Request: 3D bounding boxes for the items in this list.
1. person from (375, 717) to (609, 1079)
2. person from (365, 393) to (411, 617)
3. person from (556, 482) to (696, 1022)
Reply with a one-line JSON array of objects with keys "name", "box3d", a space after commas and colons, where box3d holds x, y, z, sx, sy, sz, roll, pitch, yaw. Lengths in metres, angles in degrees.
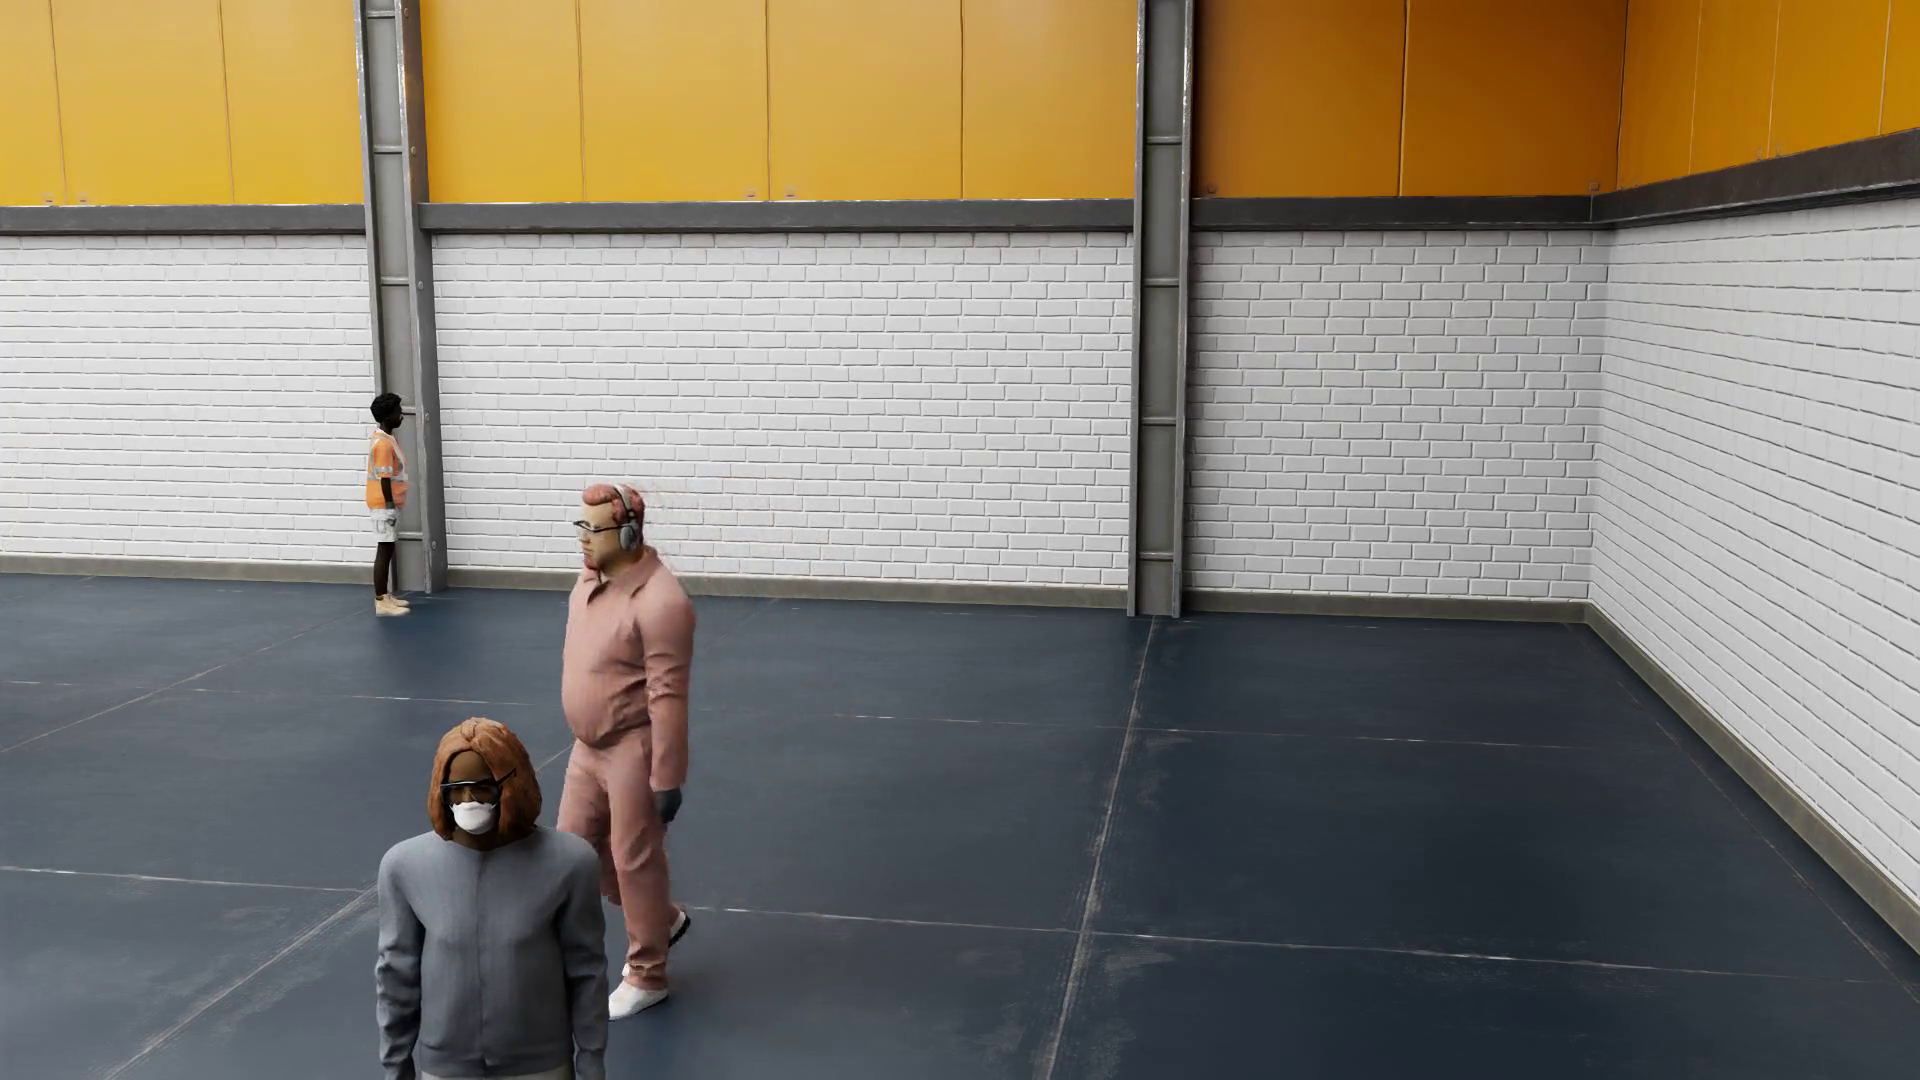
[{"name": "person", "box3d": [-1.042, 1.193, 3.742, 0.507, 1.632, 0.274, -1, 9, -7]}, {"name": "person", "box3d": [-4.328, -0.266, 12.584, 0.321, 1.690, 0.527, -3, 10, -18]}, {"name": "person", "box3d": [-1.175, 0.733, 5.773, 0.430, 1.890, 0.678, -8, 12, -39]}]
